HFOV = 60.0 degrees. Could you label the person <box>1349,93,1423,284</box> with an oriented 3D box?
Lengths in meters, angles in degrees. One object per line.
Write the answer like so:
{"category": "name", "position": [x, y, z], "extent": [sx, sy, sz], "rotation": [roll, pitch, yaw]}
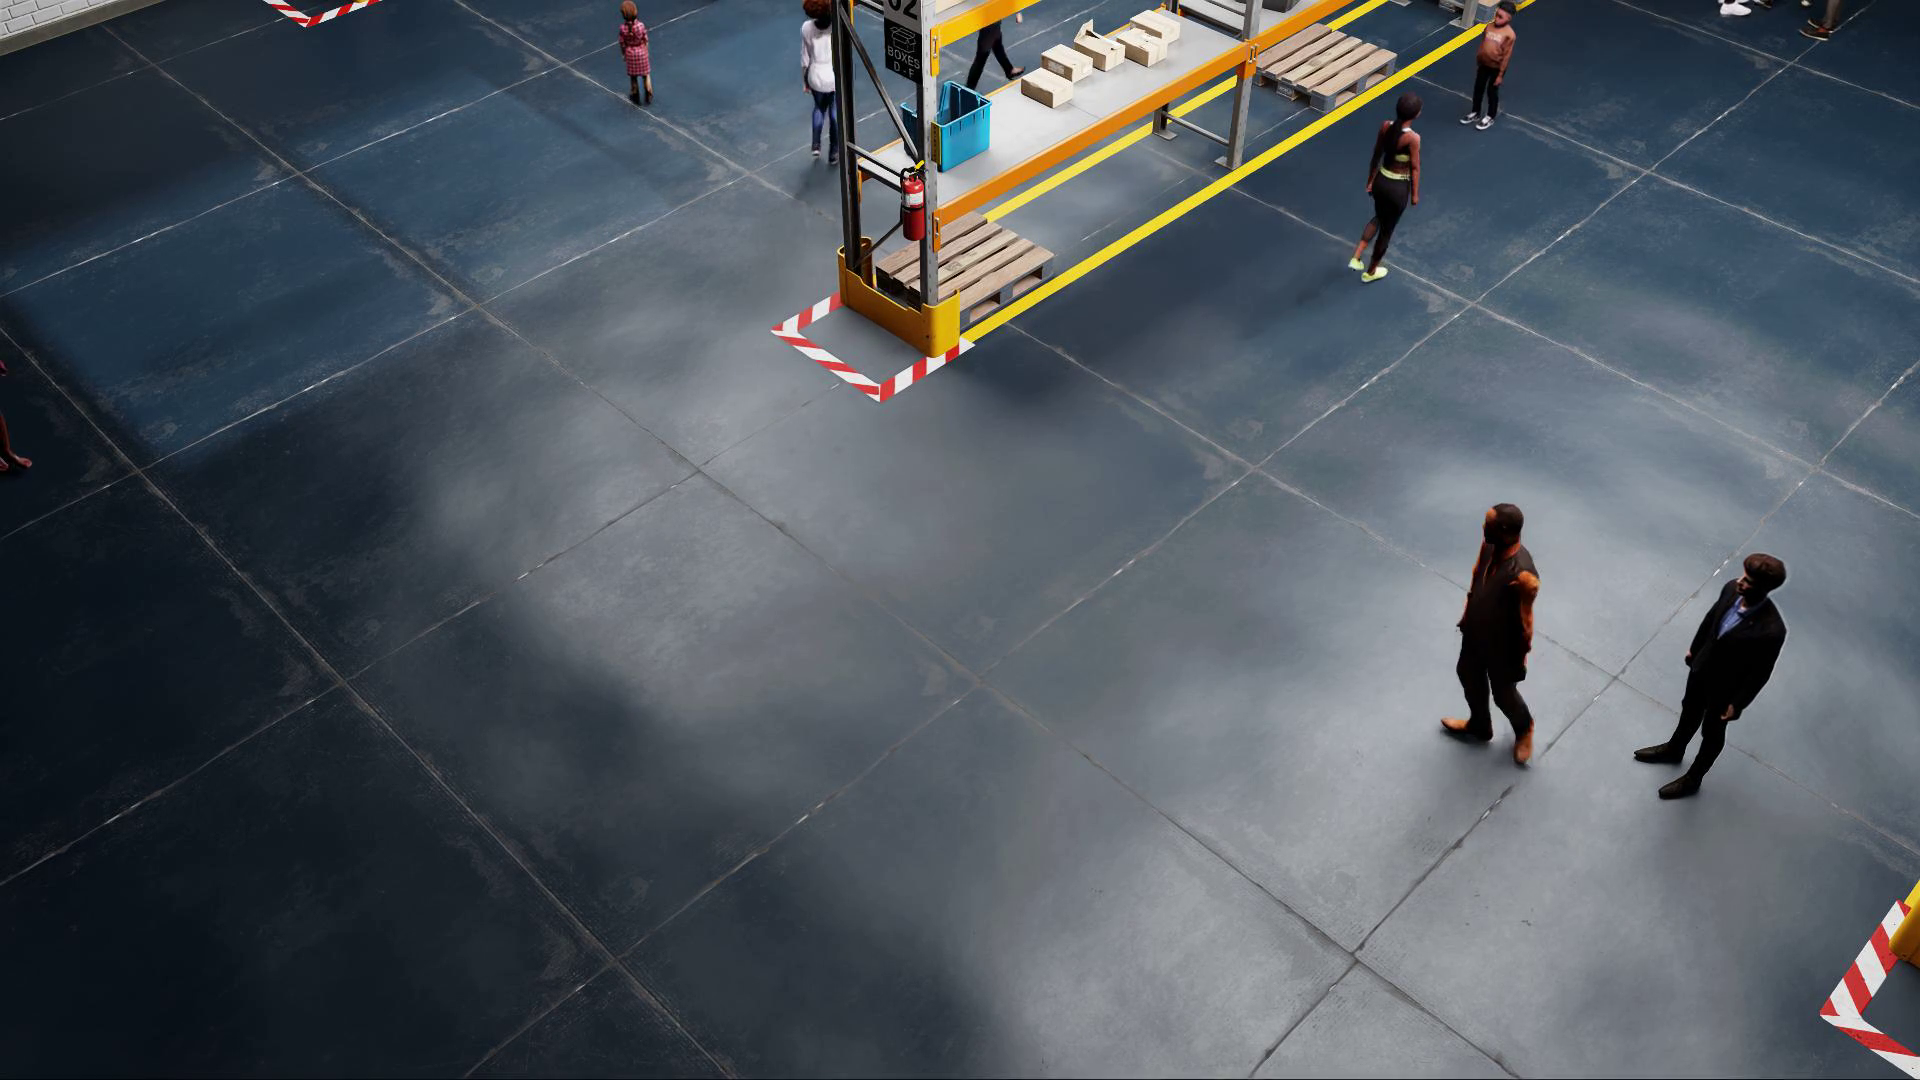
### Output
{"category": "person", "position": [3.496, -2.855, 13.752], "extent": [0.682, 1.740, 0.619], "rotation": [-26, 49, -25]}

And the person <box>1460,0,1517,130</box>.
{"category": "person", "position": [5.117, -4.543, 15.878], "extent": [0.536, 1.252, 0.555], "rotation": [-27, 50, -25]}

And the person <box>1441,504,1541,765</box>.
{"category": "person", "position": [3.294, 0.581, 10.052], "extent": [1.064, 1.871, 1.010], "rotation": [-15, 46, -15]}

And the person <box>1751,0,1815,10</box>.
{"category": "person", "position": [9.084, -6.491, 17.490], "extent": [1.179, 1.850, 0.846], "rotation": [-29, 51, -27]}

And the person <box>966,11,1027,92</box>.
{"category": "person", "position": [0.209, -4.975, 15.973], "extent": [1.131, 1.748, 0.756], "rotation": [-25, 49, -24]}

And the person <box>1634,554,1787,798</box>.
{"category": "person", "position": [4.503, 0.789, 9.818], "extent": [0.798, 1.891, 0.788], "rotation": [-8, 44, -8]}

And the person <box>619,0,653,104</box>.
{"category": "person", "position": [-3.184, -4.785, 16.301], "extent": [0.482, 1.020, 0.560], "rotation": [-11, 45, -11]}

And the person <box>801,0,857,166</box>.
{"category": "person", "position": [-1.237, -4.178, 15.173], "extent": [0.765, 1.696, 0.792], "rotation": [11, 45, 12]}
